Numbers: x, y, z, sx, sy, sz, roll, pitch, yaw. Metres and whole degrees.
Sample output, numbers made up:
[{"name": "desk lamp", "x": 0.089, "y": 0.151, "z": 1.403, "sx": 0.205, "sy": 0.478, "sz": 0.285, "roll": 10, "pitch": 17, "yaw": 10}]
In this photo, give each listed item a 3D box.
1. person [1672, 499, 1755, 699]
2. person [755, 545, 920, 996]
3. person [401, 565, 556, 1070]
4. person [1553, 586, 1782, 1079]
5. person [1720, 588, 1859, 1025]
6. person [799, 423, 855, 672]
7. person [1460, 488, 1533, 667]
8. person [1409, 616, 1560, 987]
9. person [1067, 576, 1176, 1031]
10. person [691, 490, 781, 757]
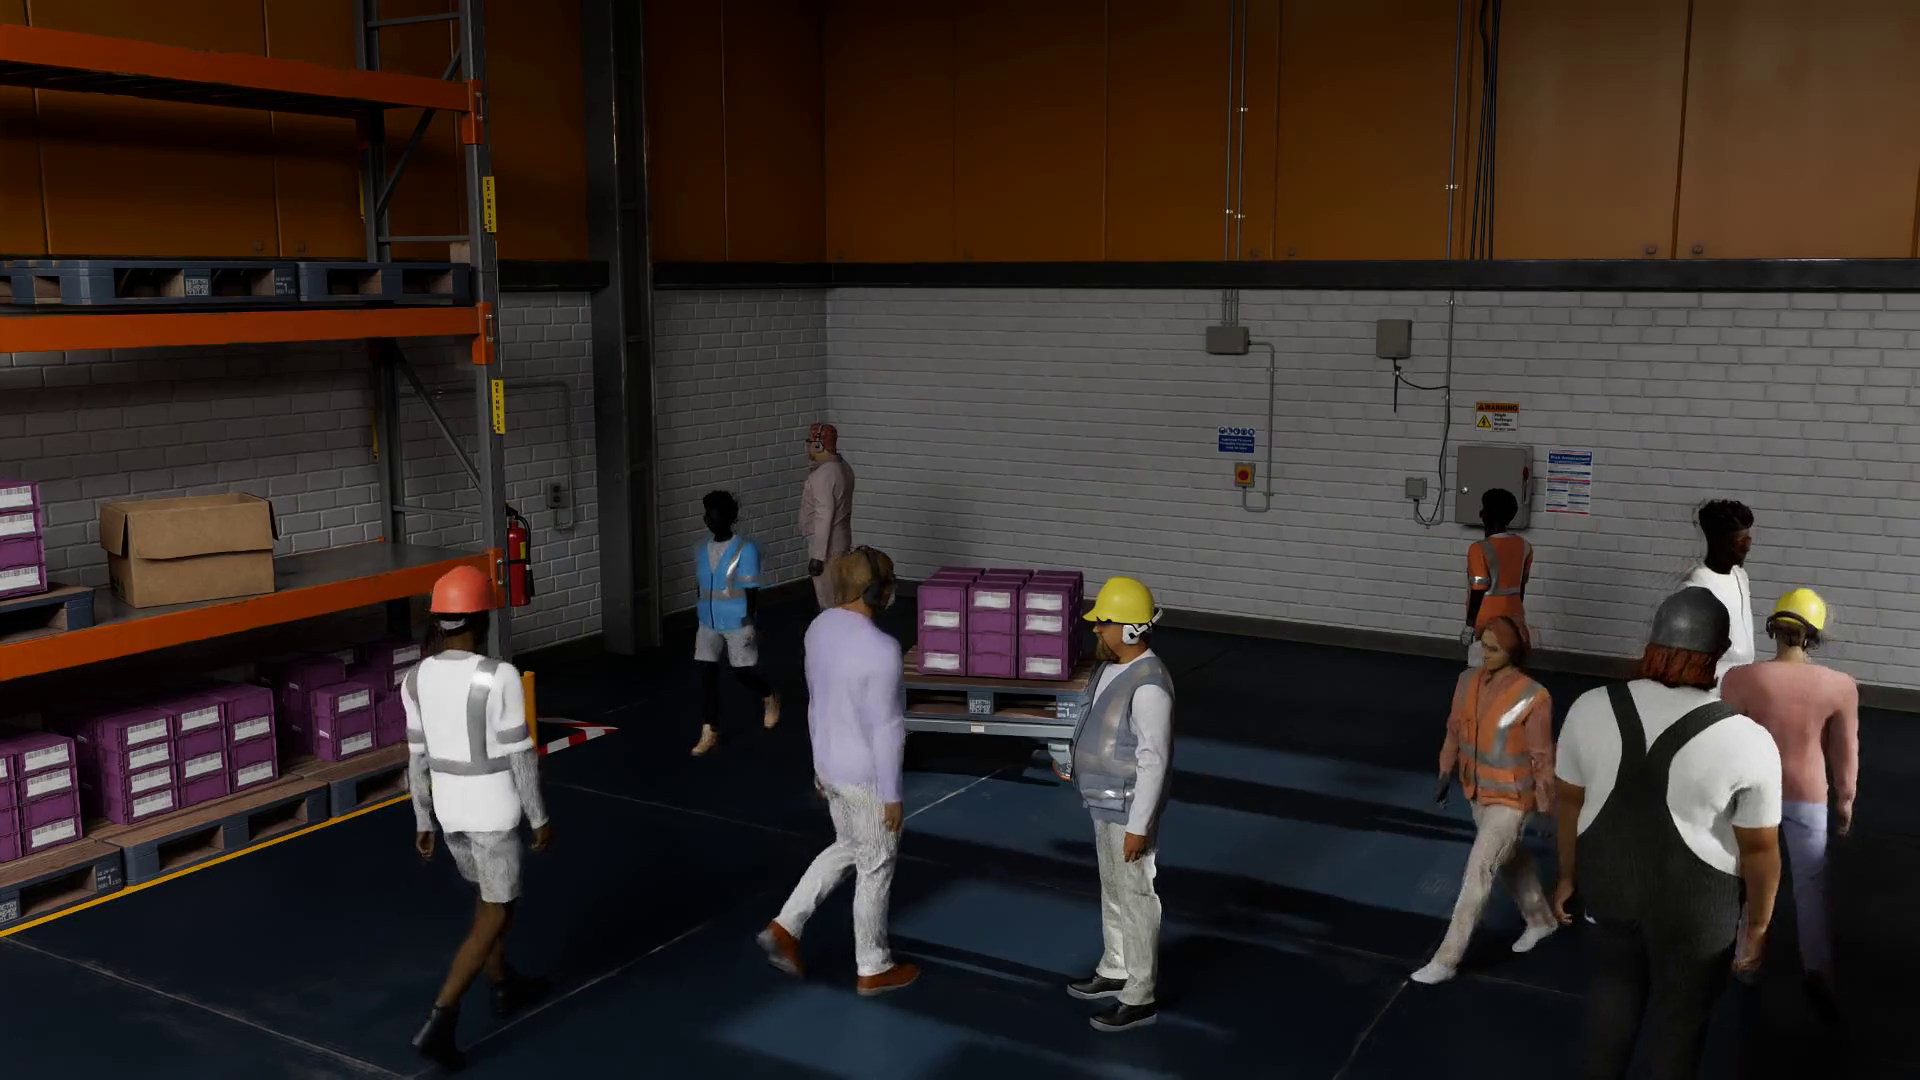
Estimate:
[{"name": "person", "x": 3.694, "y": 0.739, "z": 8.321, "sx": 0.768, "sy": 1.943, "sz": 0.616, "roll": 9, "pitch": 13, "yaw": 44}, {"name": "person", "x": -0.481, "y": 0.977, "z": 6.889, "sx": 0.593, "sy": 1.927, "sz": 0.631, "roll": -6, "pitch": 11, "yaw": -33}, {"name": "person", "x": -1.907, "y": 1.052, "z": 6.468, "sx": 0.563, "sy": 1.911, "sz": 0.876, "roll": 5, "pitch": 10, "yaw": 29}, {"name": "person", "x": 2.347, "y": 1.141, "z": 5.497, "sx": 0.536, "sy": 2.000, "sz": 0.713, "roll": -9, "pitch": 13, "yaw": -44}, {"name": "person", "x": 3.389, "y": 1.081, "z": 6.833, "sx": 0.558, "sy": 1.731, "sz": 0.698, "roll": 3, "pitch": 10, "yaw": 17}, {"name": "person", "x": -1.027, "y": 0.061, "z": 12.657, "sx": 0.400, "sy": 1.907, "sz": 0.645, "roll": 2, "pitch": 9, "yaw": 13}, {"name": "person", "x": 3.348, "y": 0.521, "z": 10.442, "sx": 0.541, "sy": 1.695, "sz": 0.316, "roll": -6, "pitch": 11, "yaw": -33}, {"name": "person", "x": 2.336, "y": 1.093, "z": 7.196, "sx": 0.886, "sy": 1.592, "sz": 0.527, "roll": -4, "pitch": 10, "yaw": -23}, {"name": "person", "x": 0.649, "y": 1.049, "z": 6.721, "sx": 0.404, "sy": 1.833, "sz": 0.590, "roll": -2, "pitch": 9, "yaw": -12}, {"name": "person", "x": -1.453, "y": 0.503, "z": 10.597, "sx": 0.541, "sy": 1.677, "sz": 0.672, "roll": 5, "pitch": 10, "yaw": 28}]
